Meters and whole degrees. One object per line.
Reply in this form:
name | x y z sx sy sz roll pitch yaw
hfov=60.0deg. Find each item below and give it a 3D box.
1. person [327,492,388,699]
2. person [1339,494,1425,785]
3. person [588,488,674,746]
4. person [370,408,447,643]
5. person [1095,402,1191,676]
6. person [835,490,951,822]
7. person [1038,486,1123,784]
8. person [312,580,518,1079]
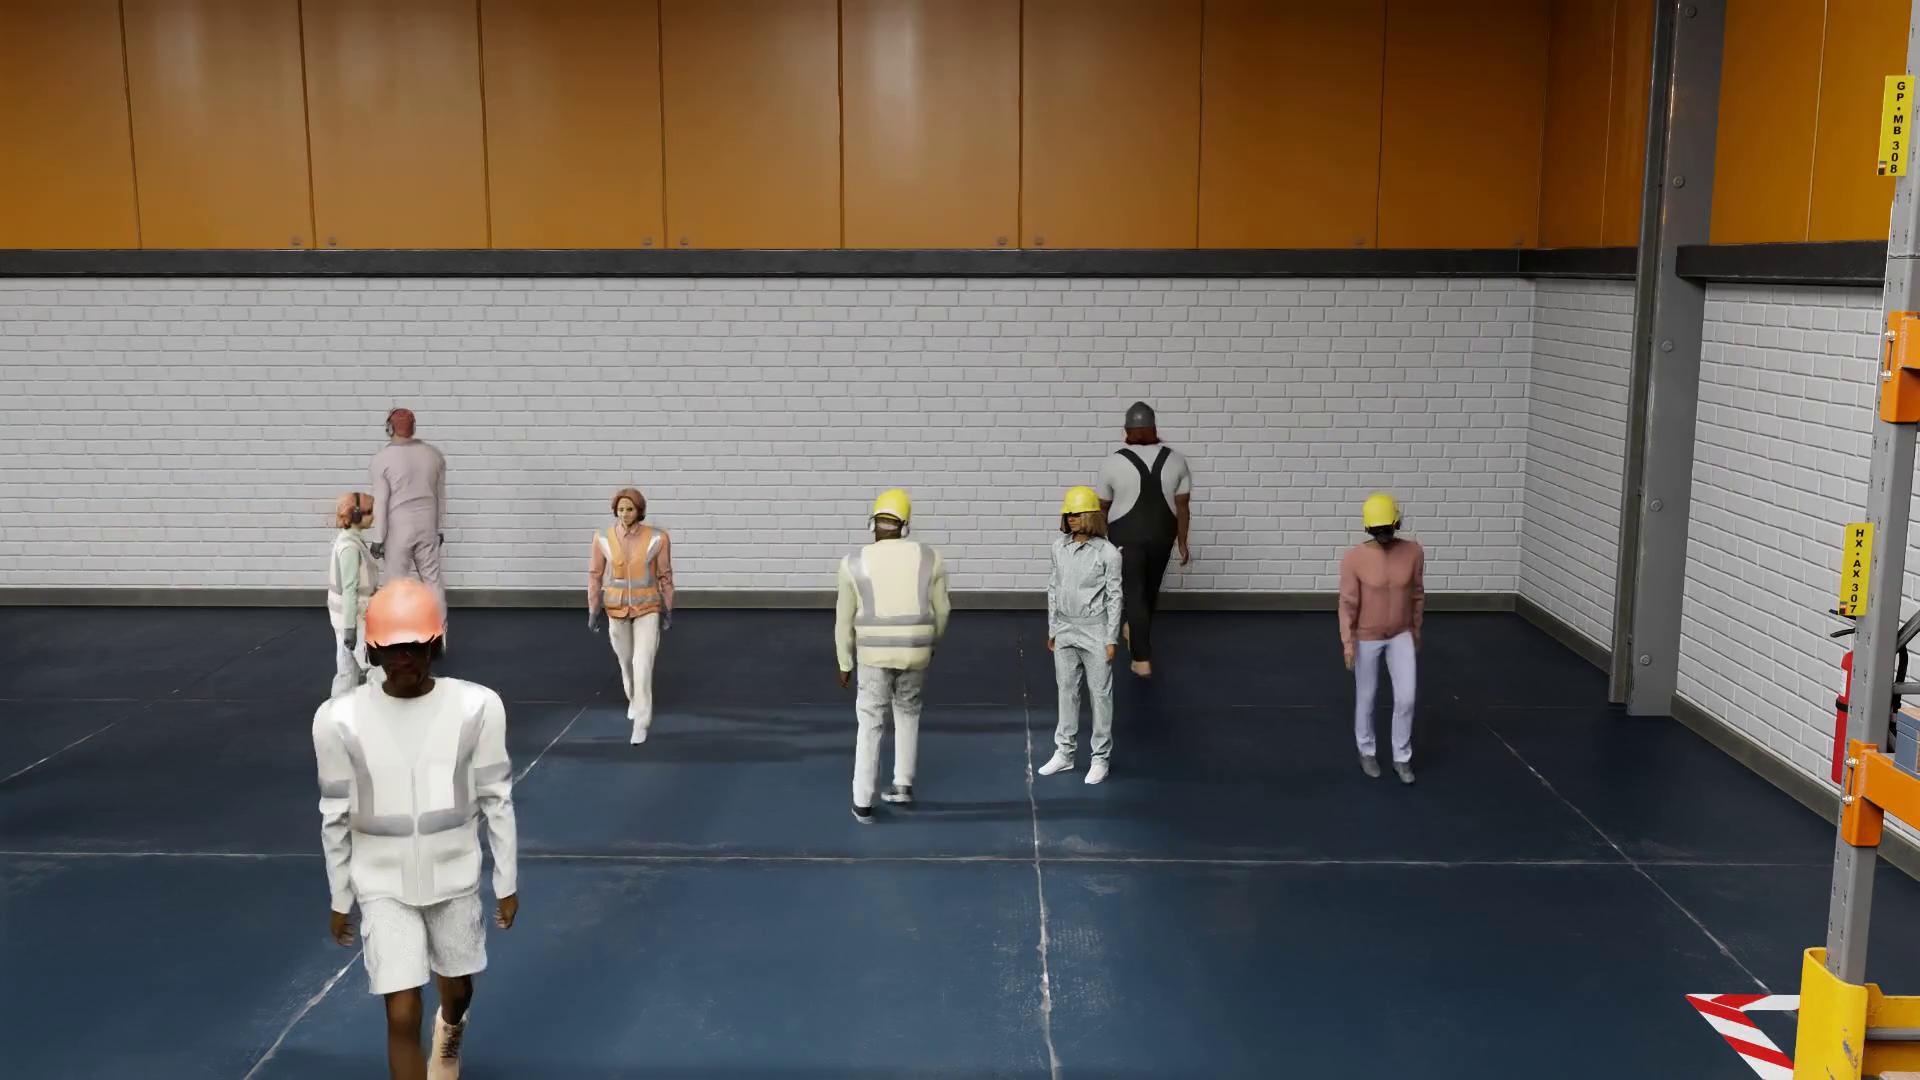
person | -3.624 0.505 10.295 0.687 1.609 0.543 -4 10 -21
person | 2.427 0.564 9.632 0.552 1.714 0.554 -1 10 -7
person | -2.114 0.444 10.737 0.535 1.599 0.854 0 9 -1
person | -4.324 -0.091 13.038 0.402 1.906 0.652 8 12 40
person | 1.316 -0.063 12.452 0.703 2.000 1.031 -2 10 -12
person | -0.366 0.626 9.109 0.627 1.782 0.524 -1 10 -9
person | 0.707 0.547 9.682 0.487 1.744 0.312 7 12 37
person | -1.810 1.100 5.585 0.614 2.018 0.915 -3 10 -20
